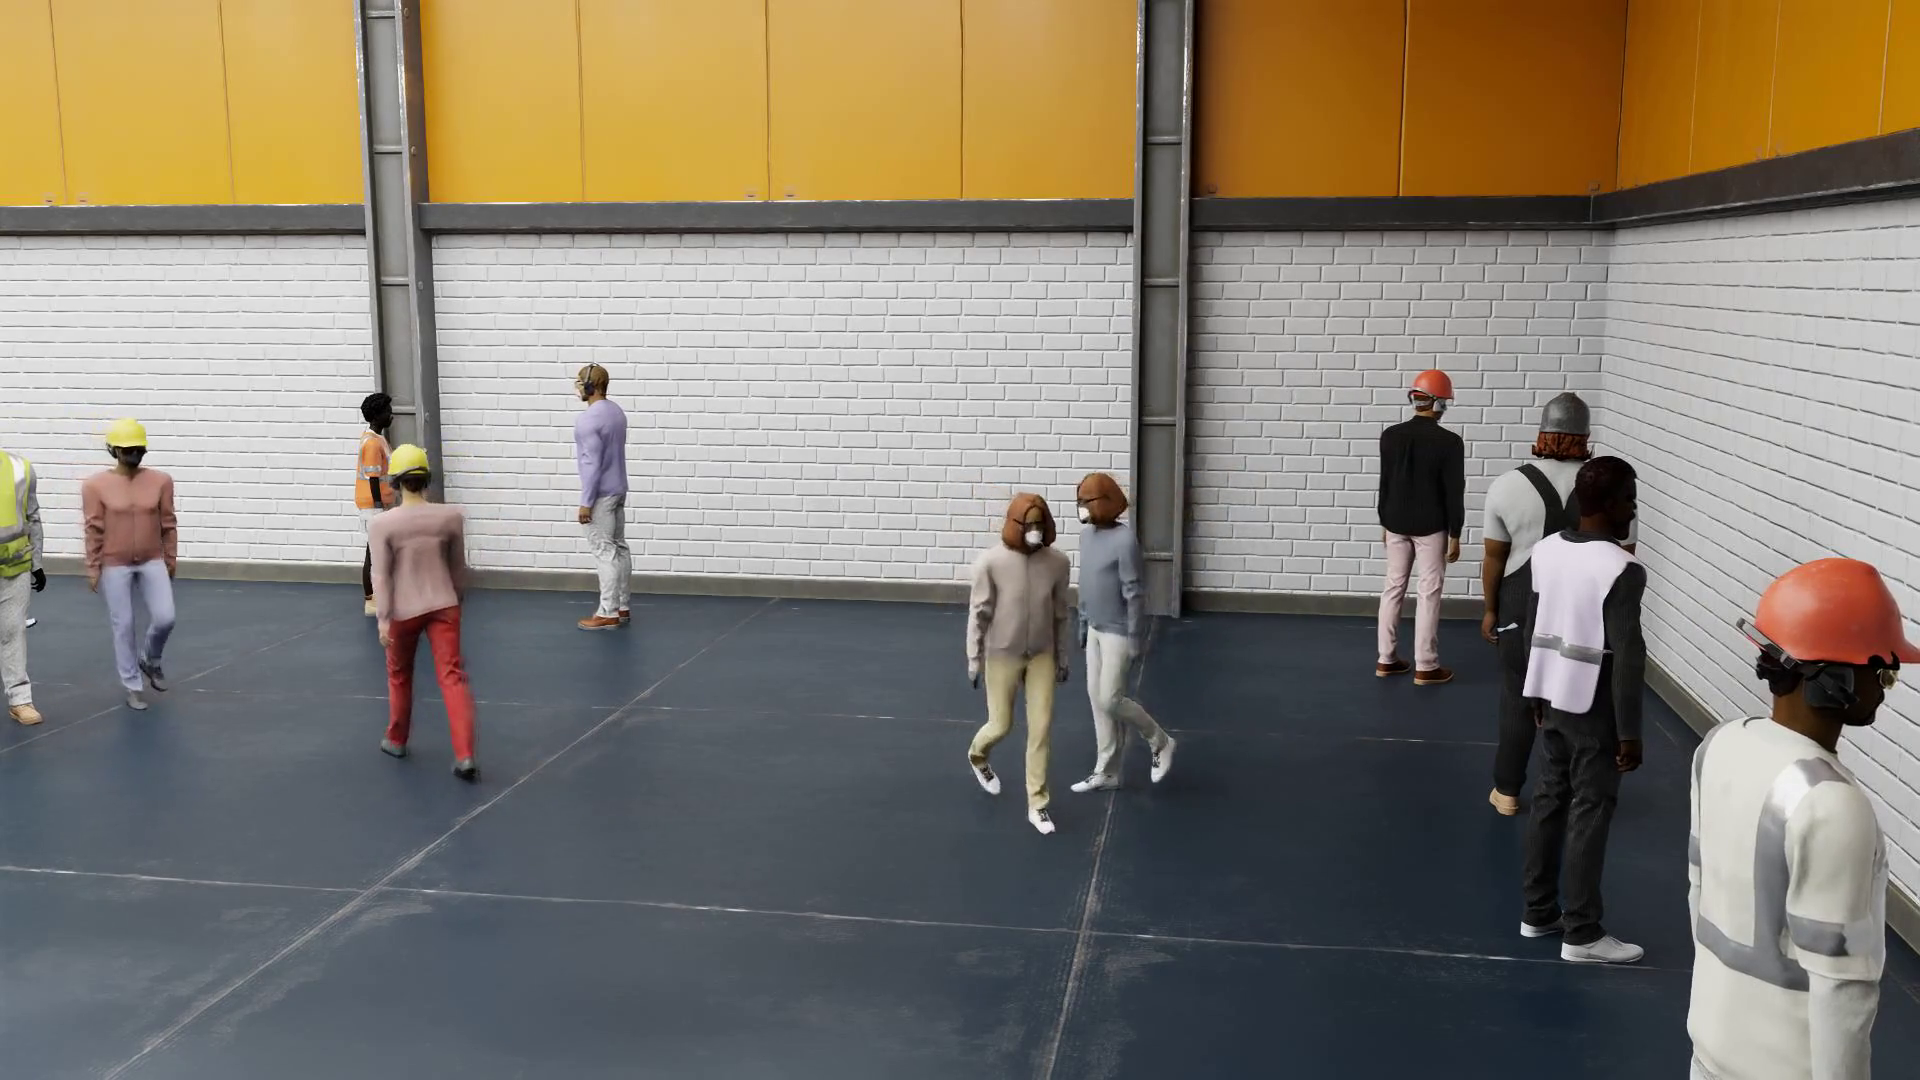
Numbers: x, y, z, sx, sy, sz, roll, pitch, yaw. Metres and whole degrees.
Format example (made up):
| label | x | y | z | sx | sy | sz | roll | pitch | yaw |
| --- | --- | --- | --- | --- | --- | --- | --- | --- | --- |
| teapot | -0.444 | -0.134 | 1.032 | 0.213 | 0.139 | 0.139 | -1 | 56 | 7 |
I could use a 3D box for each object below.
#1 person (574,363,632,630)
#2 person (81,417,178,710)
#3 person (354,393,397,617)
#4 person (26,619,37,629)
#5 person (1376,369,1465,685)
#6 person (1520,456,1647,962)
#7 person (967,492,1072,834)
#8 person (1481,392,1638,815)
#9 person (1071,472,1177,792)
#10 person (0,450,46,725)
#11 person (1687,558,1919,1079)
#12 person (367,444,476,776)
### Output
| label | x | y | z | sx | sy | sz | roll | pitch | yaw |
| --- | --- | --- | --- | --- | --- | --- | --- | --- | --- |
| person | -2.606 | -0.312 | 12.088 | 0.374 | 1.939 | 0.628 | 2 | 9 | 11 |
| person | -4.918 | 0.141 | 9.890 | 0.532 | 1.753 | 0.417 | -8 | 12 | -41 |
| person | -4.417 | -0.271 | 12.608 | 0.321 | 1.691 | 0.531 | -3 | 10 | -16 |
| person | -6.995 | -0.234 | 11.780 | 0.878 | 1.872 | 0.673 | -2 | 10 | -14 |
| person | 2.922 | -0.082 | 10.526 | 0.400 | 1.986 | 0.616 | -8 | 12 | -42 |
| person | 2.362 | 0.634 | 6.312 | 0.377 | 1.917 | 0.599 | -3 | 10 | -16 |
| person | 0.246 | 0.541 | 7.855 | 0.533 | 1.603 | 0.609 | -4 | 10 | -22 |
| person | 2.832 | 0.308 | 7.946 | 0.688 | 2.000 | 0.539 | 2 | 9 | 14 |
| person | 0.798 | 0.463 | 8.285 | 0.443 | 1.618 | 0.517 | -4 | 10 | -22 |
| person | -5.512 | 0.168 | 9.428 | 0.623 | 1.844 | 0.430 | -9 | 13 | -44 |
| person | 1.692 | 1.045 | 3.396 | 0.374 | 2.044 | 0.605 | 0 | 9 | 1 |
| person | -2.793 | 0.359 | 8.639 | 0.534 | 1.718 | 0.925 | -7 | 11 | -36 |
